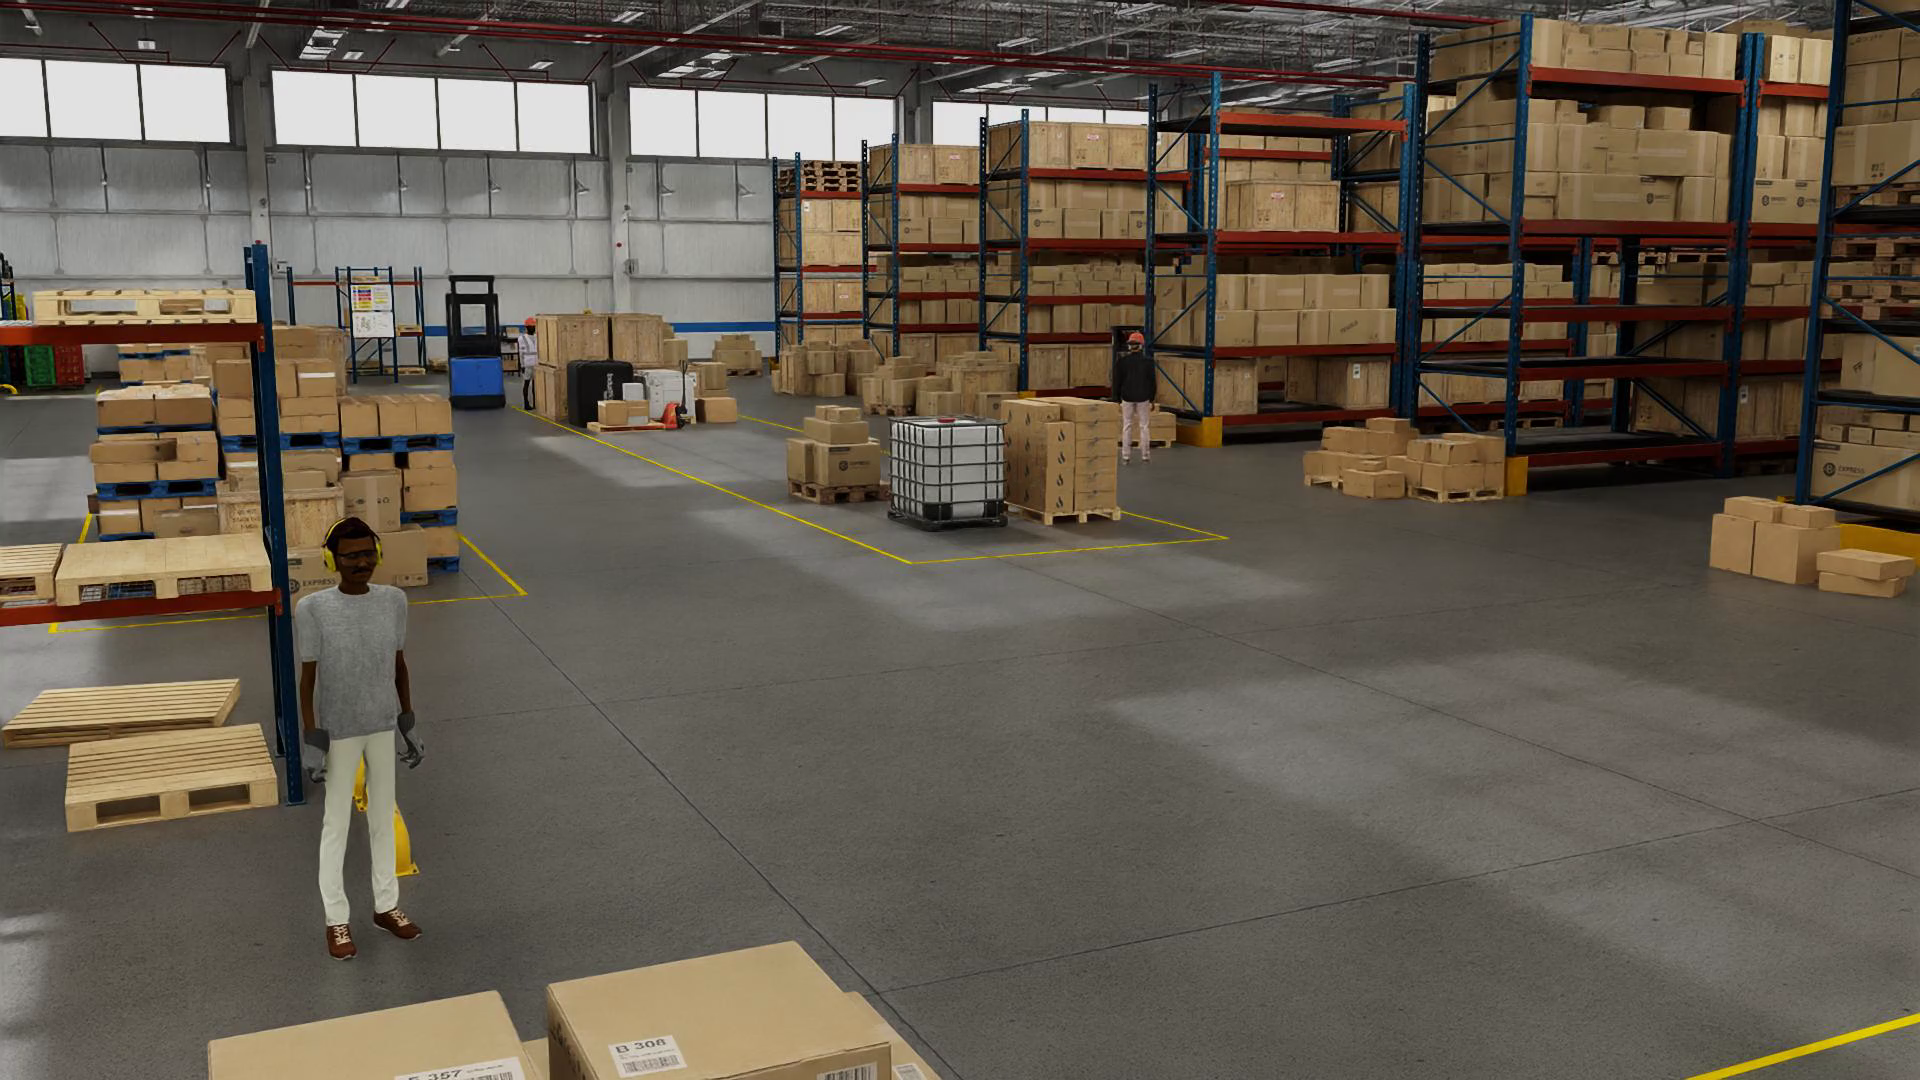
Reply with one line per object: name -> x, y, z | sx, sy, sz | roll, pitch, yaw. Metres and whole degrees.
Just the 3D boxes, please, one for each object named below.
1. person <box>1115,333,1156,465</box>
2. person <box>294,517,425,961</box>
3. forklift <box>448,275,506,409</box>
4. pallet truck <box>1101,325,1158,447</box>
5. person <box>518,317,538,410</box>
person -> 2.635, -2.108, 24.936 | 0.610, 1.986, 0.392 | 2, 9, 10
person -> -2.545, 0.824, 7.095 | 0.520, 1.873, 0.328 | -9, 13, -44
forklift -> -10.364, -4.253, 35.472 | 1.129, 2.768, 1.873 | -3, 10, -18
pallet truck -> 2.881, -2.596, 27.923 | 0.823, 1.965, 1.885 | -1, 9, -7
person -> -8.998, -3.701, 34.949 | 0.347, 1.942, 0.548 | 7, 12, 39
